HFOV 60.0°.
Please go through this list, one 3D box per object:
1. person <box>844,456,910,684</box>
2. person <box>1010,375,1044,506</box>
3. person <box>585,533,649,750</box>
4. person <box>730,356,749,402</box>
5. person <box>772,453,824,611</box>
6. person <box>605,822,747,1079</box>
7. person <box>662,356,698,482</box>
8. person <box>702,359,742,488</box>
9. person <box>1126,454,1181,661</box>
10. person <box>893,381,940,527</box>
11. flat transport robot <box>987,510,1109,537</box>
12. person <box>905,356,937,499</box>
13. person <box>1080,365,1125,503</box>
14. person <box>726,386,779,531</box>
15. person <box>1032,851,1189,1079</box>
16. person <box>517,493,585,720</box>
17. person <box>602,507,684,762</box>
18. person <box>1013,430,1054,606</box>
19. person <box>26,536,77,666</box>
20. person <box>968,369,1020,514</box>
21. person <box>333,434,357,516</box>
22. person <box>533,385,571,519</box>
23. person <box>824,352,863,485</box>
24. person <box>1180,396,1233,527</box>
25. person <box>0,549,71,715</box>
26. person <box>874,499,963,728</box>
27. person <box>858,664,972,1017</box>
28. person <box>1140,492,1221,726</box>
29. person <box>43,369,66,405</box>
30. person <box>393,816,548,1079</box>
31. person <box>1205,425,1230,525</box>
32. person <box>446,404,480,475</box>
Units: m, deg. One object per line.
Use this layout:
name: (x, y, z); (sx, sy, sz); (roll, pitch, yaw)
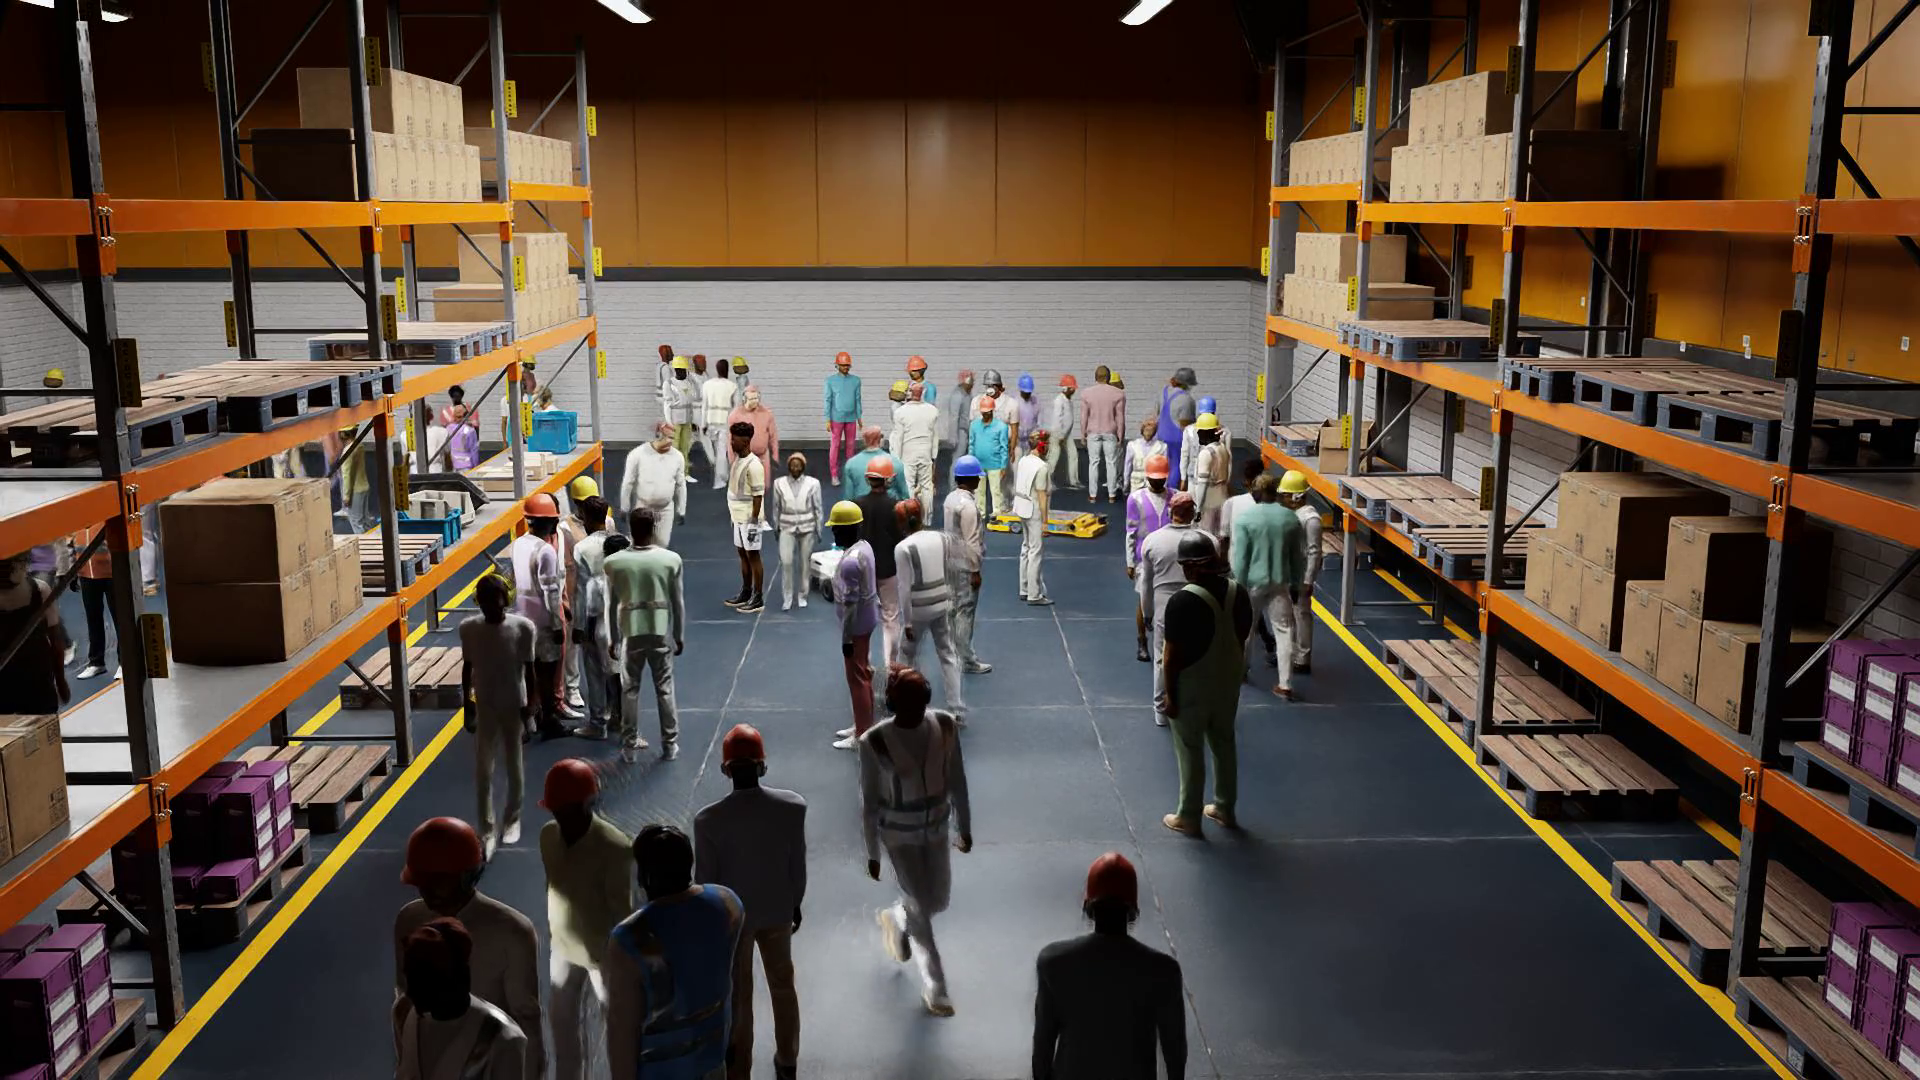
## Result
person: (-0.692, 0.262, 14.436); (0.623, 1.992, 0.395); (4, 12, 20)
person: (0.835, -1.338, 22.751); (0.638, 1.881, 1.031); (-4, 12, -17)
person: (-2.683, 0.736, 12.935); (0.869, 1.659, 0.529); (11, 16, 43)
person: (-3.550, -2.108, 26.970); (0.321, 1.738, 0.483); (-1, 11, -5)
person: (-1.660, -0.074, 17.039); (0.531, 1.618, 0.597); (-1, 11, -3)
person: (-1.091, 1.958, 6.319); (0.429, 1.840, 0.632); (9, 15, 39)
person: (-4.178, -1.794, 24.910); (0.370, 1.928, 0.585); (8, 14, 34)
person: (-3.465, -1.748, 24.787); (0.620, 1.876, 0.951); (4, 12, 21)
person: (1.784, 0.163, 15.121); (0.548, 1.923, 0.391); (-1, 11, -6)
person: (-0.584, -1.094, 21.443); (0.645, 1.913, 0.409); (-6, 13, -27)
flat transport robot: (1.124, -0.234, 21.259); (1.431, 0.197, 0.652); (5, 12, 23)
person: (-0.581, -1.605, 23.721); (0.413, 2.033, 0.607); (-8, 14, -36)
person: (1.989, -1.477, 23.303); (0.629, 1.937, 0.379); (2, 11, 8)
person: (-2.637, -1.063, 21.416); (0.700, 1.861, 0.682); (-8, 14, -34)
person: (0.569, 2.016, 6.272); (0.577, 1.746, 0.373); (3, 12, 16)
person: (-3.288, 0.557, 13.187); (0.413, 1.906, 0.600); (3, 12, 13)
person: (-2.353, 0.710, 12.416); (0.588, 1.908, 0.403); (-3, 12, -13)
person: (0.763, -0.231, 17.313); (0.394, 1.836, 0.560); (-4, 12, -19)
person: (-8.245, 0.233, 14.798); (0.627, 1.909, 0.405); (3, 12, 14)
person: (0.410, -1.210, 21.699); (0.674, 2.000, 0.535); (3, 12, 16)
person: (-8.307, -1.198, 22.405); (0.320, 1.738, 0.484); (3, 12, 16)
person: (-5.144, -1.006, 21.023); (0.414, 1.918, 0.650); (-2, 12, -12)
person: (-1.737, -1.818, 24.865); (0.614, 1.994, 0.381); (-6, 13, -28)
person: (2.870, -0.716, 19.461); (0.615, 1.942, 0.409); (4, 12, 19)
person: (-6.249, 0.928, 10.977); (0.535, 2.000, 0.721); (10, 15, 42)
person: (-0.316, 0.559, 13.334); (0.703, 1.832, 0.913); (-10, 15, -41)
person: (-0.272, 1.492, 8.626); (0.629, 1.858, 0.690); (-6, 13, -27)
person: (1.752, 0.562, 13.184); (0.648, 1.902, 0.400); (4, 12, 19)
person: (-13.505, -1.700, 24.927); (0.310, 1.735, 0.484); (-7, 13, -31)
person: (-1.790, 1.943, 6.044); (0.637, 1.986, 0.414); (4, 12, 18)
person: (2.836, -0.482, 18.812); (0.353, 1.739, 0.574); (7, 13, 30)
person: (-6.366, -0.929, 21.323); (0.519, 1.633, 0.312); (7, 13, 30)
